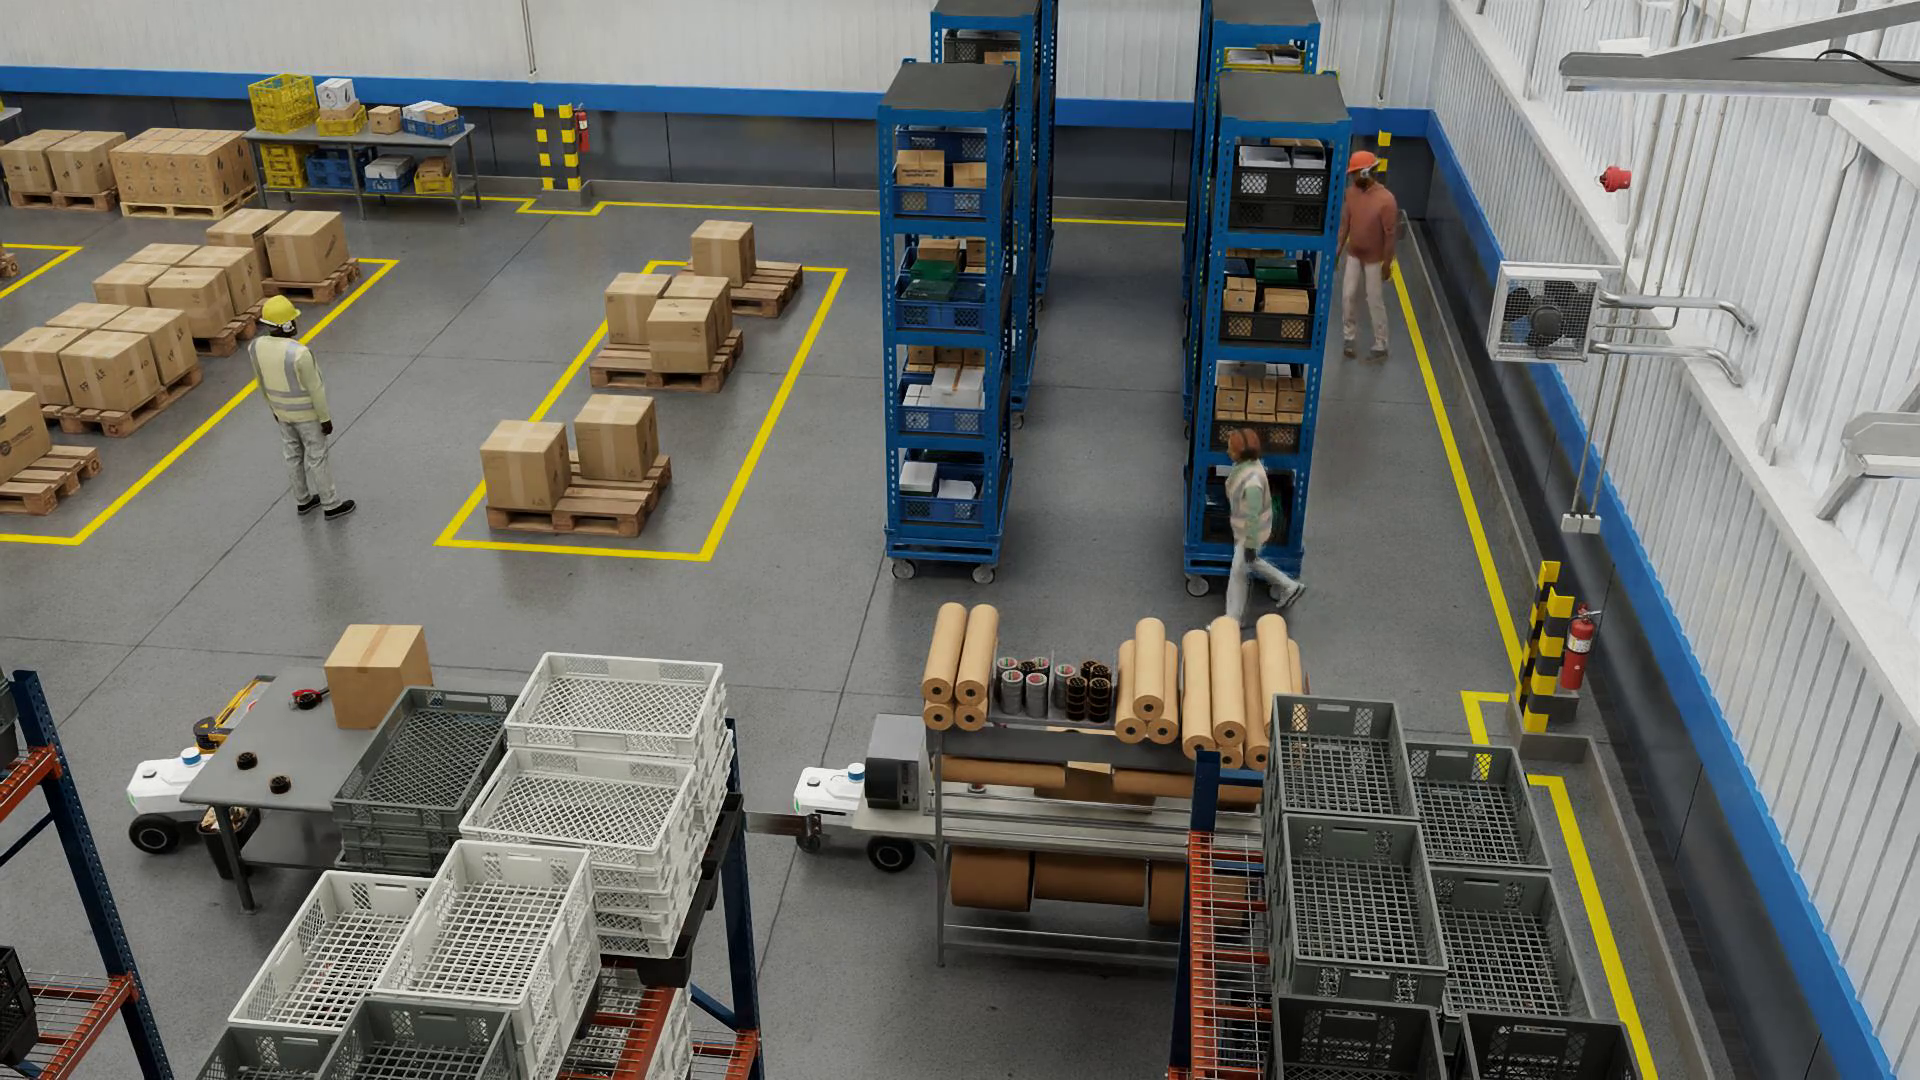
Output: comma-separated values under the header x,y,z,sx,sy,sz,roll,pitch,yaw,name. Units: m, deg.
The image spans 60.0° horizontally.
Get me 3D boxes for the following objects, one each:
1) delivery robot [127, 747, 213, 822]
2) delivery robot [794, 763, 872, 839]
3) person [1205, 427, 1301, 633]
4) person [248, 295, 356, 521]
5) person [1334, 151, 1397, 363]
x,y,z,sx,sy,sz,roll,pitch,yaw,name
-4.479,1.442,9.799,0.707,0.478,0.477,-3,30,-6,delivery robot
-0.597,1.516,9.671,0.707,0.478,0.477,5,31,8,delivery robot
2.069,-0.067,11.434,0.605,1.615,0.531,-1,30,-1,person
-5.097,-1.016,12.849,0.586,1.833,0.404,12,32,19,person
3.801,-2.657,15.568,0.401,1.940,0.648,-20,35,-30,person
